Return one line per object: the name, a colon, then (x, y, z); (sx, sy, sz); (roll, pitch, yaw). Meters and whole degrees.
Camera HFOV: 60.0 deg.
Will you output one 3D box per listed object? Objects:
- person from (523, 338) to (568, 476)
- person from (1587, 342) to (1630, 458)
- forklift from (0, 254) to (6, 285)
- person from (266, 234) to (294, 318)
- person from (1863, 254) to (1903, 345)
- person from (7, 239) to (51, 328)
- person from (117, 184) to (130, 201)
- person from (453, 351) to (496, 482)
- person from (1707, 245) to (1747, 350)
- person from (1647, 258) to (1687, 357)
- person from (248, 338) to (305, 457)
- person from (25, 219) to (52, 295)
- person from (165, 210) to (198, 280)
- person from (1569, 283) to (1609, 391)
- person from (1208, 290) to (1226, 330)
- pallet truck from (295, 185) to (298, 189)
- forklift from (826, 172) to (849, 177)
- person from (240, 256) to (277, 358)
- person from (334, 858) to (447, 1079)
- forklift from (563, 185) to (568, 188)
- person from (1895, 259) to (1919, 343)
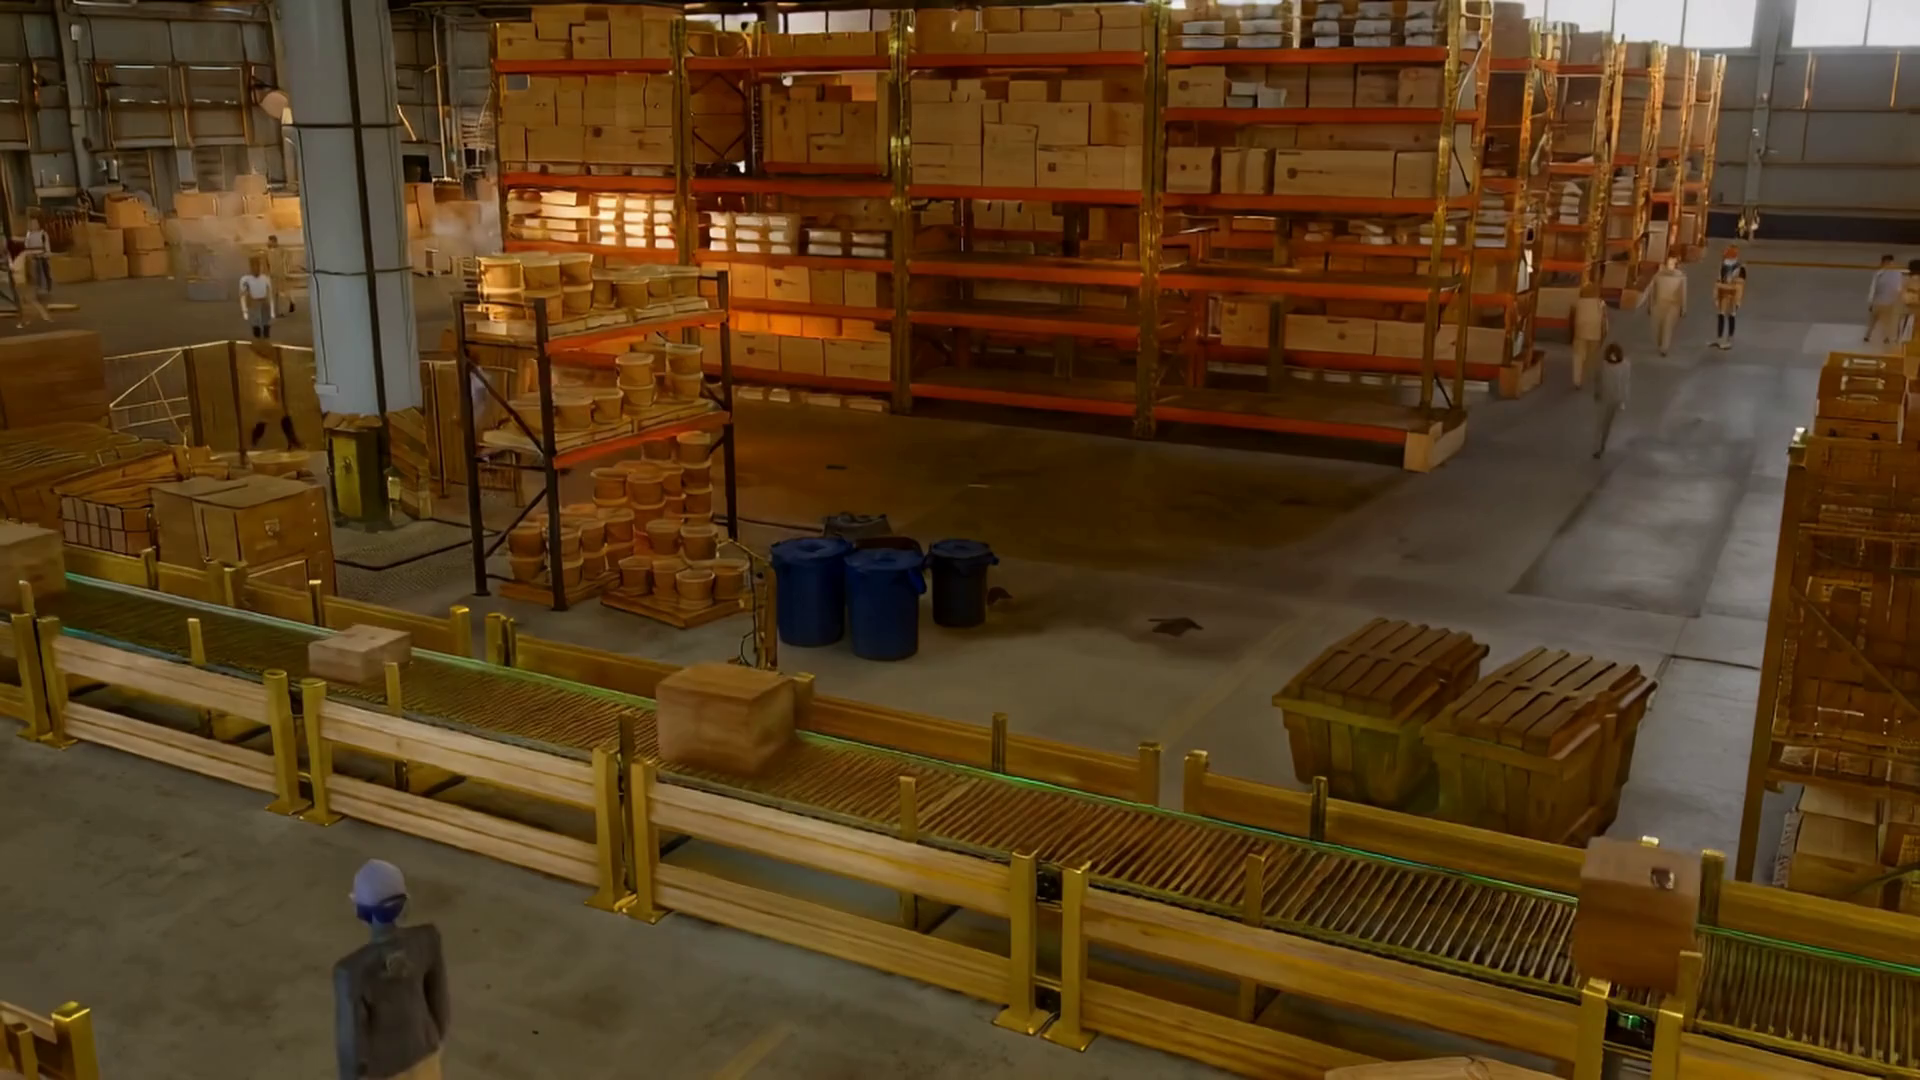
person: (-5.364, -1.745, 21.717); (0.787, 1.797, 0.604); (5, 16, 17)
person: (8.904, -1.934, 22.854); (0.509, 1.577, 0.894); (5, 16, 17)
forklift: (-26.017, -8.003, 43.186); (1.873, 2.768, 1.129); (8, 17, 28)
person: (-15.308, -5.925, 37.338); (0.505, 1.859, 0.431); (4, 15, 13)
person: (18.460, -4.804, 33.220); (0.601, 1.801, 0.753); (2, 15, 8)
person: (-20.167, -5.551, 35.876); (0.602, 1.887, 0.821); (6, 16, 23)
person: (-28.826, -11.337, 57.526); (0.370, 1.933, 0.553); (2, 15, 6)
person: (-6.238, -1.585, 21.345); (0.551, 1.665, 0.595); (7, 16, 25)
person: (15.016, -4.744, 32.540); (0.374, 2.043, 0.608); (-6, 16, -23)
person: (13.491, -4.451, 31.746); (0.674, 1.885, 0.605); (9, 17, 30)
person: (-9.374, -1.921, 22.672); (0.847, 1.653, 0.541); (-1, 15, -5)
person: (-23.064, -7.075, 41.607); (0.574, 1.883, 0.355); (-1, 15, -5)
person: (-21.152, -7.995, 45.064); (0.646, 1.882, 0.988); (12, 19, 39)
person: (10.651, -3.461, 28.183); (0.657, 1.791, 0.941); (10, 18, 33)
person: (5.233, -4.962, 34.142); (0.507, 1.633, 0.278); (-8, 17, -27)
pallet truck: (-26.804, -14.617, 69.738); (1.885, 1.965, 0.823); (-14, 20, -42)
forklift: (-4.584, -13.150, 62.533); (1.129, 2.768, 1.873); (8, 17, 28)
person: (-13.146, -4.344, 31.197); (0.638, 1.953, 0.416); (-7, 16, -25)
person: (-2.347, 2.190, 7.020); (0.478, 1.753, 0.536); (10, 18, 32)
forklift: (-14.755, -13.448, 63.654); (1.873, 2.768, 1.129); (8, 17, 28)
person: (19.016, -4.760, 33.255); (0.317, 1.700, 0.539); (-2, 15, -9)
